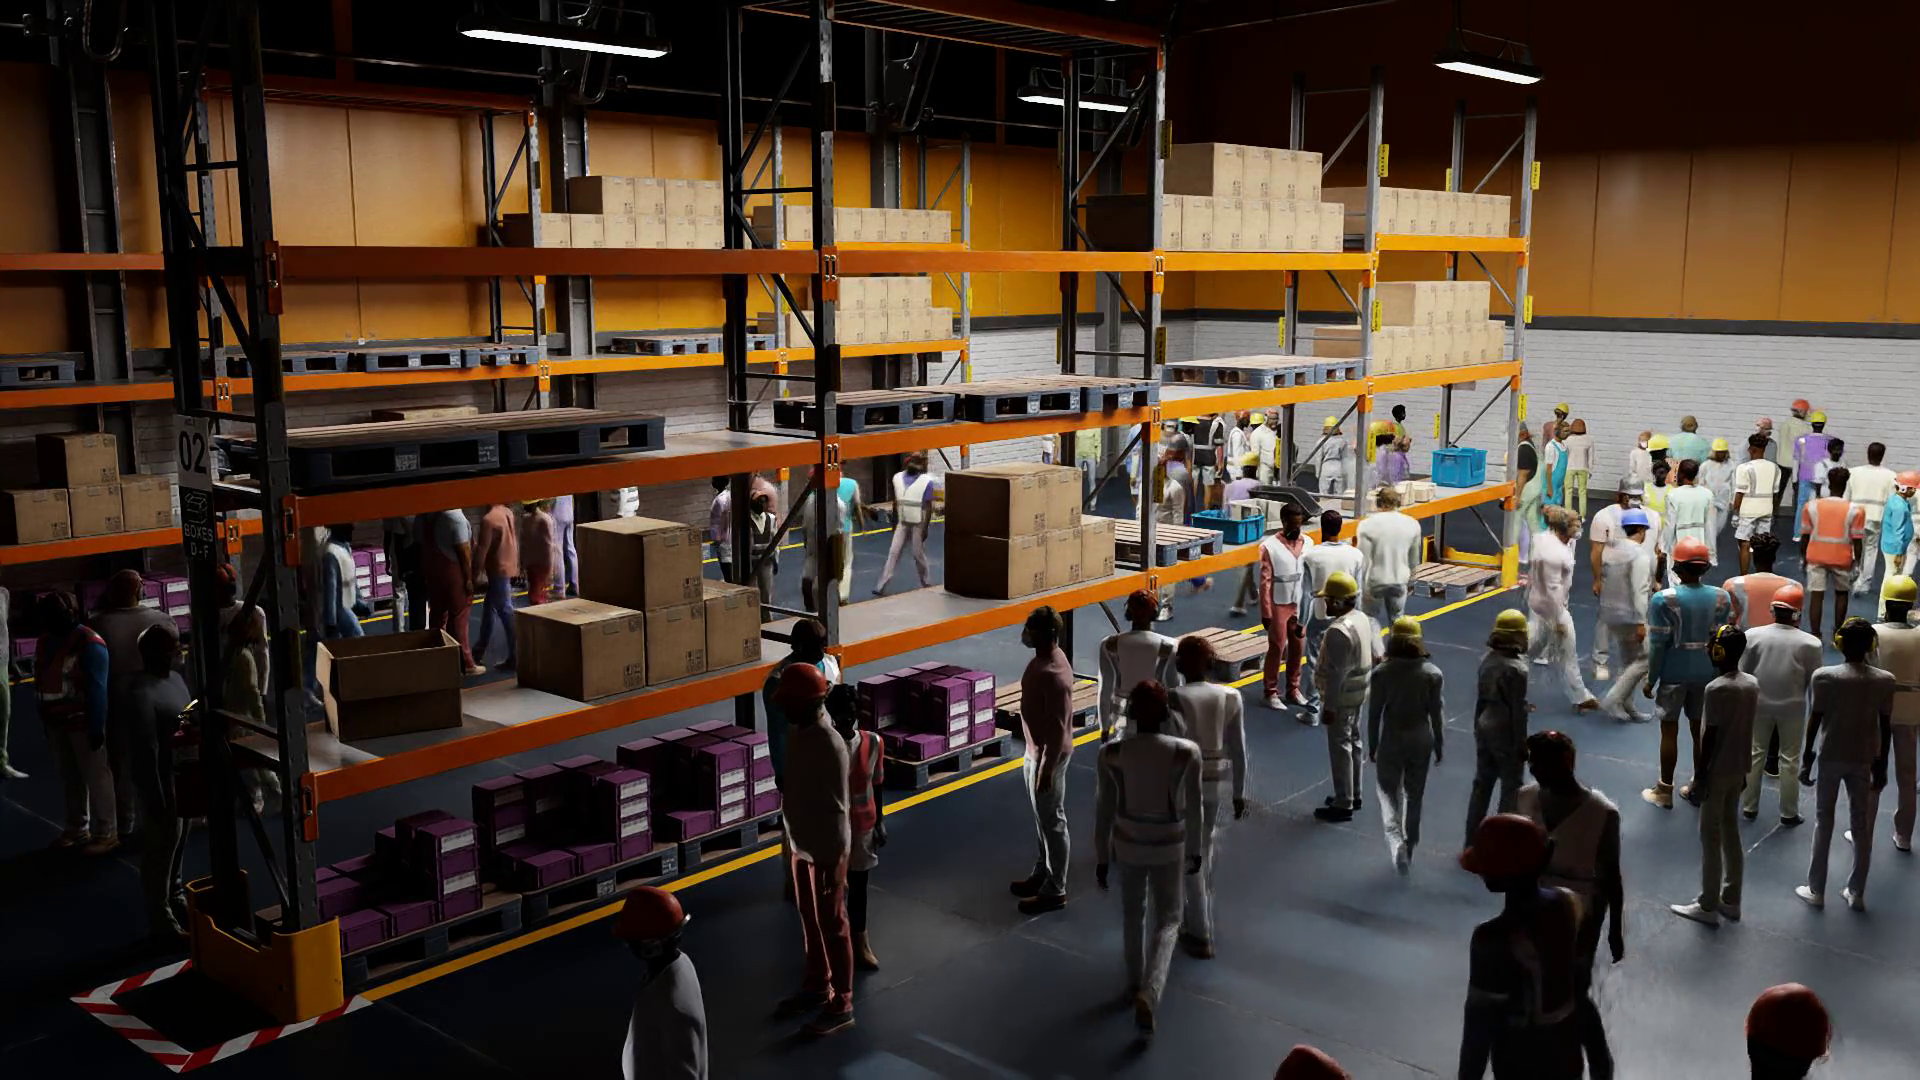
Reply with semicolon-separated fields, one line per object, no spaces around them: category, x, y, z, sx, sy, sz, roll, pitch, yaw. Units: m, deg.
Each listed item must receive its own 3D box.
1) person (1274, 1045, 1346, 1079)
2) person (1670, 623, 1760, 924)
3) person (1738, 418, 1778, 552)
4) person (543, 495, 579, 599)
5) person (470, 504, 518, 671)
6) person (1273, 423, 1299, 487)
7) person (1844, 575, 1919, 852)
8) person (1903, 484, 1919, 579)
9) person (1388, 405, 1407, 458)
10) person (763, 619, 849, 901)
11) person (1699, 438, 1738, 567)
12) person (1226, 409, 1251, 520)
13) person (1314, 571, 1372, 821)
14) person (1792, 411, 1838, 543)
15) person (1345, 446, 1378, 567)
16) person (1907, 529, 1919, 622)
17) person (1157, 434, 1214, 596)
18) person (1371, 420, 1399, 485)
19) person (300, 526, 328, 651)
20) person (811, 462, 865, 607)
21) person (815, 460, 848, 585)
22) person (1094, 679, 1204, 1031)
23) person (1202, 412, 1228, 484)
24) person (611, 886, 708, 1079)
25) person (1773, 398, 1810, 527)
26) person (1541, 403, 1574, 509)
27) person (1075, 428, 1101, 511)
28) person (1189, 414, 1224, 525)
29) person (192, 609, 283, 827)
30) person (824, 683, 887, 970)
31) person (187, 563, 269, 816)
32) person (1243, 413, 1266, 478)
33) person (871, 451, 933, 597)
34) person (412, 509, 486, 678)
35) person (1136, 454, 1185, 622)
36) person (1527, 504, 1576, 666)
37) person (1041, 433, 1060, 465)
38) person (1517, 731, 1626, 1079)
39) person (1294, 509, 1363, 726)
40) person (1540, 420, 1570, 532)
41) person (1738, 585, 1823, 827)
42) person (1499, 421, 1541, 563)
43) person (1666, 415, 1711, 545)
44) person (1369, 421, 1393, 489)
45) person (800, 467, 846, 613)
person;1.083;2.382;4.979;0.578;1.729;0.521;-8;13;-41
person;4.692;1.438;10.273;0.519;1.856;0.341;-7;12;-35
person;11.201;-0.769;23.322;0.649;1.896;0.400;-4;10;-21
person;-4.849;-0.204;20.117;0.343;1.838;0.509;5;11;28
person;-4.733;0.333;16.510;0.846;1.959;0.636;0;10;2
person;4.812;-0.896;24.682;0.533;1.694;0.319;-9;13;-44
person;6.416;1.195;11.484;0.586;1.928;0.369;2;10;12
person;11.713;-0.109;20.166;0.517;1.630;0.419;8;12;40
person;7.290;-1.412;27.743;0.318;1.697;0.535;3;10;17
person;-0.965;1.393;10.611;0.429;1.831;0.633;7;12;36
person;10.198;-0.539;22.455;0.488;1.719;0.774;1;10;9
person;4.186;-1.039;24.982;0.365;1.878;0.587;2;10;9
person;2.797;1.131;12.195;0.404;1.824;0.591;5;11;29
person;12.343;-0.902;24.037;0.588;1.918;0.388;6;11;30
person;5.348;-0.490;22.108;0.367;1.736;0.594;-2;10;-13
person;10.982;-0.085;18.791;0.389;2.041;0.615;1;10;7
person;2.622;-0.327;20.236;1.015;2.000;0.690;-7;12;-34
person;5.809;-0.674;22.663;0.620;1.919;0.546;2;10;10
person;-6.744;0.278;17.445;0.314;1.769;0.523;-6;11;-31
person;-1.434;-0.099;19.532;0.626;1.811;0.810;-1;10;-5
person;-1.540;-0.274;20.495;0.390;1.854;0.536;-4;10;-20
person;0.999;1.665;8.873;0.575;1.860;0.780;3;10;16
person;4.664;-1.870;30.354;0.495;1.736;0.309;-6;11;-30
person;-1.126;2.149;6.320;0.339;1.747;0.564;-3;10;-15
person;12.813;-1.194;25.580;0.395;1.991;0.616;-3;10;-17
person;9.839;-1.375;27.369;0.530;1.755;0.340;8;13;41
person;2.040;-1.340;27.124;0.525;1.760;0.340;2;10;13
person;3.743;-1.196;25.479;0.617;2.028;0.410;5;11;25
person;-5.174;1.276;12.019;0.853;1.579;0.513;-5;11;-27
person;-0.667;1.643;9.500;0.533;1.697;0.319;-4;10;-24
person;-5.369;1.094;12.218;0.572;1.886;0.354;0;10;-2
person;4.549;-1.065;25.461;0.526;1.769;0.330;8;12;39
person;-0.675;-0.161;19.985;0.601;1.793;0.795;6;11;33
person;-4.996;0.323;16.359;0.677;2.000;0.536;6;11;31
person;2.229;-0.031;18.886;0.402;1.904;0.639;-8;13;-40
person;5.958;0.454;16.769;0.523;1.638;0.310;-3;10;-19
person;1.521;-1.414;27.333;0.388;1.837;0.561;-3;10;-19
person;2.951;1.824;8.099;0.425;1.812;0.619;-6;11;-33
person;3.239;0.686;14.597;0.598;1.908;0.402;-3;10;-16
person;8.415;-0.777;23.531;0.341;1.840;0.504;8;12;39
person;5.931;1.190;12.045;0.573;1.746;0.345;8;12;38
person;7.503;-0.671;22.289;0.673;2.000;0.700;5;11;28
person;10.362;-0.824;23.591;0.676;1.912;0.661;-9;13;-44
person;5.679;-0.670;22.639;0.415;1.911;0.630;2;10;11
person;-1.490;0.144;17.784;0.551;1.909;0.656;4;10;23
